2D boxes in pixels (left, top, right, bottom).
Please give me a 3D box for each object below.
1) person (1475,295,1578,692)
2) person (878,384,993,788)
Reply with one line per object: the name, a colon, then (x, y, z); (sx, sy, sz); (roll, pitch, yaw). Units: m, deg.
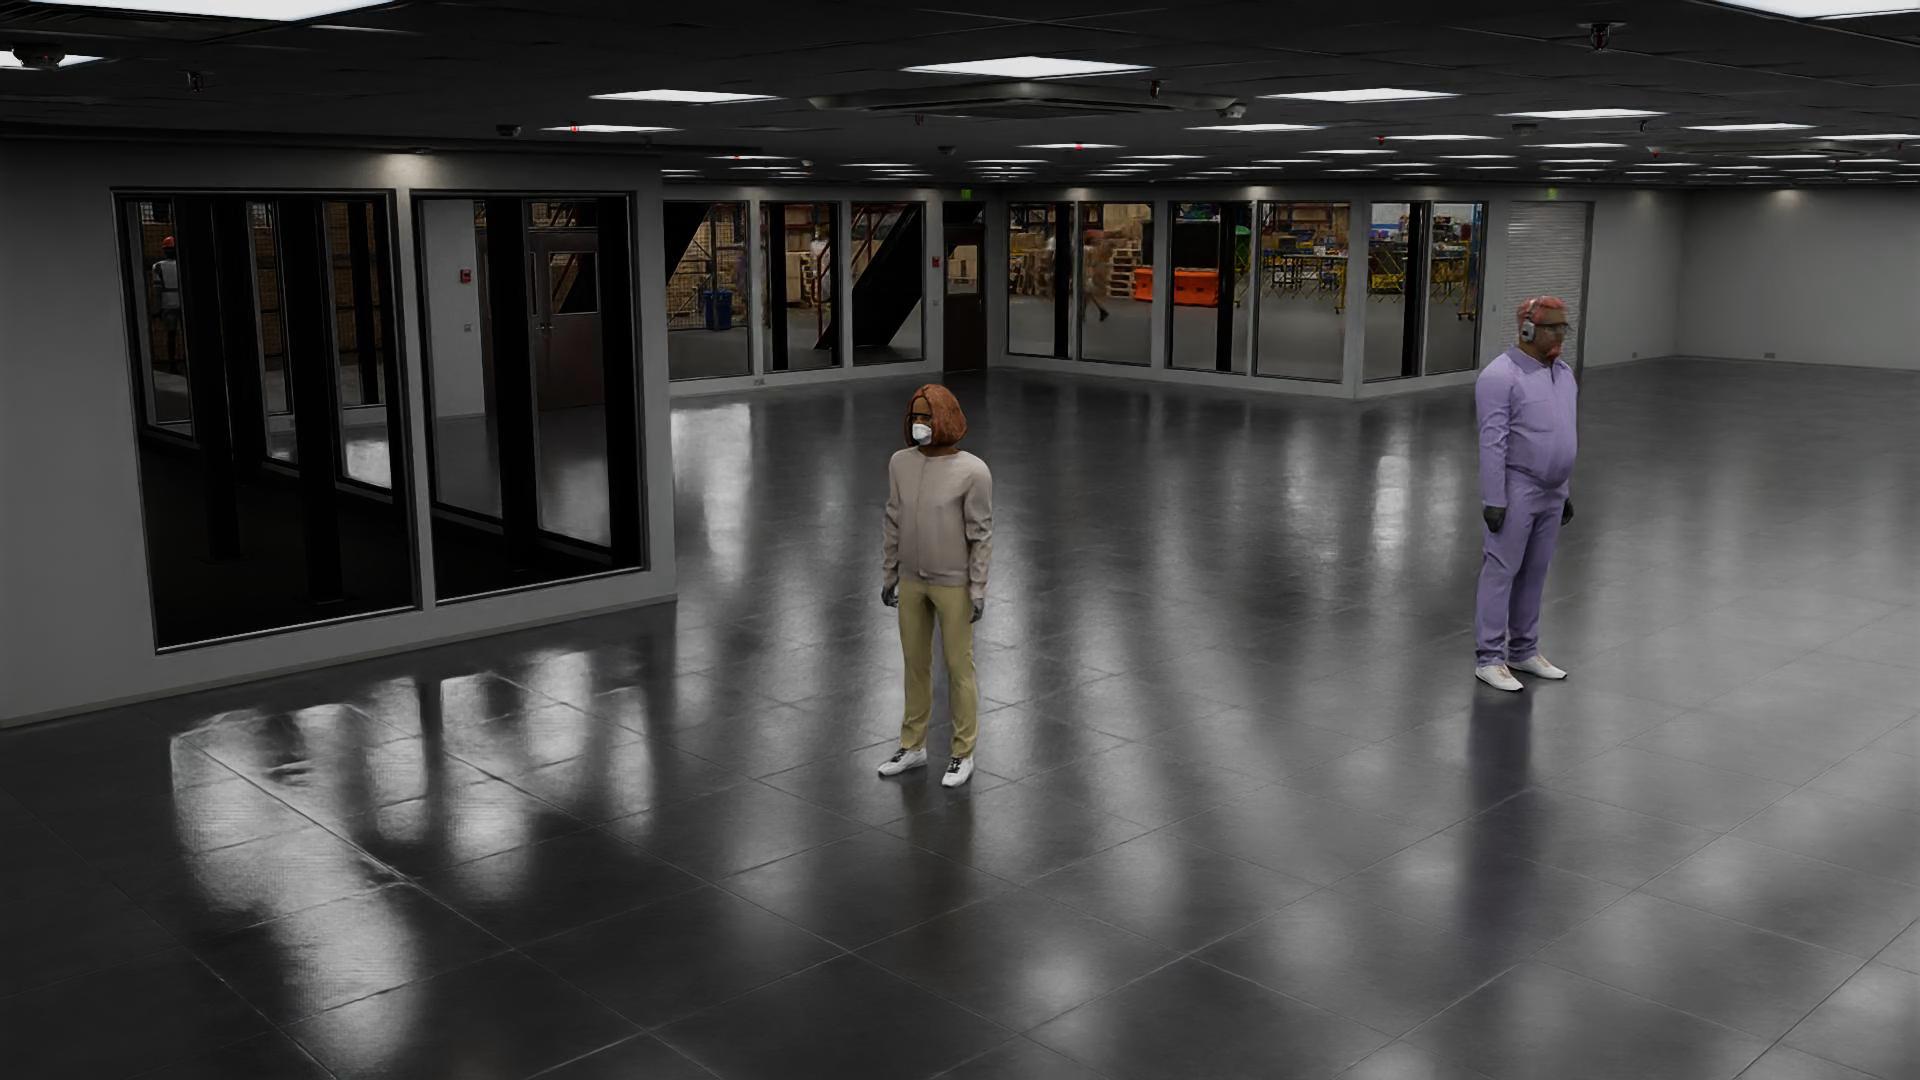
person: (2.780, -0.230, 8.116); (0.644, 1.910, 0.409); (-8, 14, -36)
person: (-0.104, 0.183, 6.737); (0.498, 1.634, 0.281); (7, 13, 31)
